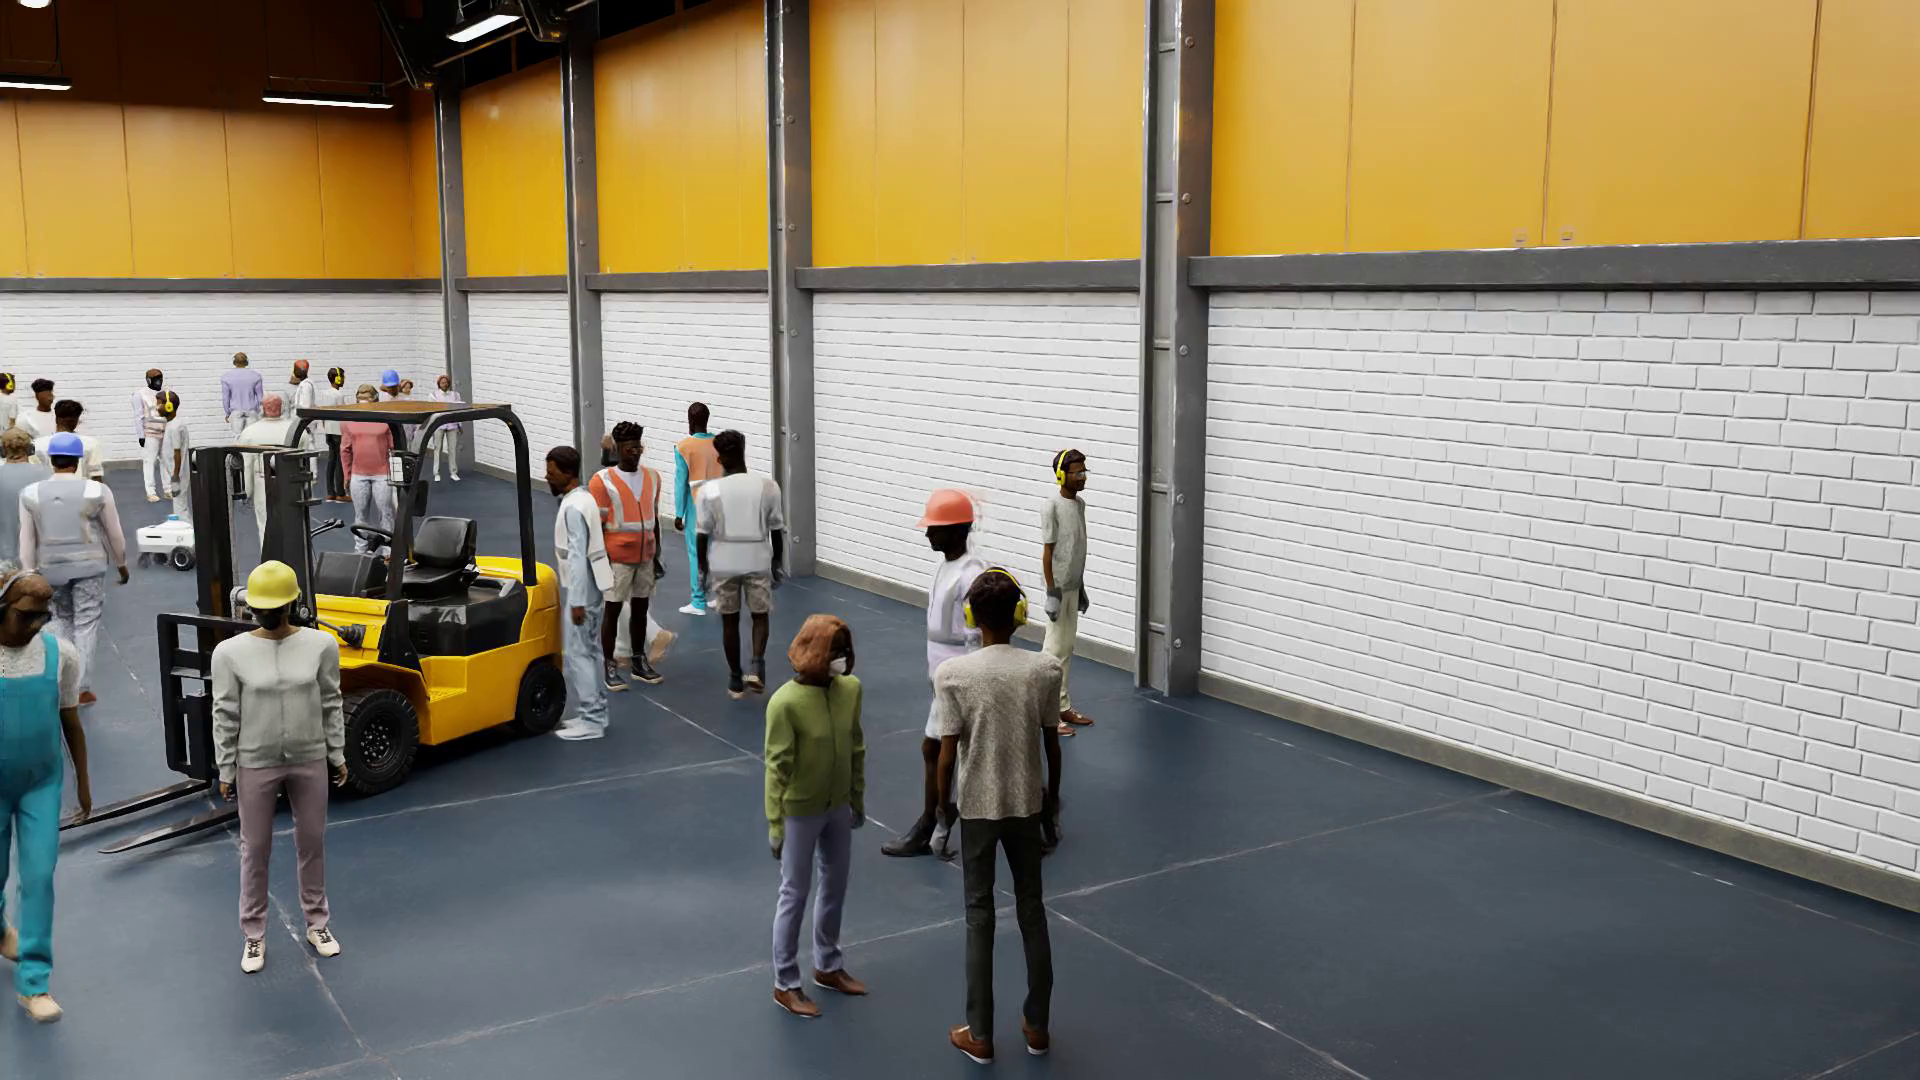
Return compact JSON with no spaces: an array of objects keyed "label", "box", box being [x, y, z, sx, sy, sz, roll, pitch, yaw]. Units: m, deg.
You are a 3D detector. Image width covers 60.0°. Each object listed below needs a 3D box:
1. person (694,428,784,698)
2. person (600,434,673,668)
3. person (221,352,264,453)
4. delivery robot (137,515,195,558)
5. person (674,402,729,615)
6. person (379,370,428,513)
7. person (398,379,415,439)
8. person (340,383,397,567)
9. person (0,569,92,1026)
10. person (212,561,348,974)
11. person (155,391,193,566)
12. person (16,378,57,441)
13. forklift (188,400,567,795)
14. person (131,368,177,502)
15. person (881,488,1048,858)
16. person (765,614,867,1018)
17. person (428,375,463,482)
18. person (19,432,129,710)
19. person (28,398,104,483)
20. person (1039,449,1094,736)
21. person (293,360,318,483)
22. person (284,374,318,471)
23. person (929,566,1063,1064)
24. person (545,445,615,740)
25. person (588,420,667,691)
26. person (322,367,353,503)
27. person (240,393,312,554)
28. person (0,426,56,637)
[{"label":"person","box":[-1.551,0.178,11.741,0.635,1.942,0.535,-2,9,-14]},{"label":"person","box":[-2.513,0.099,12.655,0.594,1.823,0.635,2,9,11]},{"label":"person","box":[-11.560,-2.062,26.848,0.632,1.940,0.372,-4,9,-23]},{"label":"delivery robot","box":[-8.233,-0.024,17.433,0.707,0.478,0.477,1,8,10]},{"label":"person","box":[-2.304,-0.283,14.978,0.387,1.908,0.584,8,11,42]},{"label":"person","box":[-7.195,-1.226,21.327,0.690,1.901,0.842,-5,10,-31]},{"label":"person","box":[-8.058,-1.510,24.141,0.314,1.636,0.515,1,8,4]},{"label":"person","box":[-6.187,-0.677,17.506,0.629,1.940,0.378,-1,8,-4]},{"label":"person","box":[-3.862,0.991,6.769,0.542,1.799,0.835,-7,11,-40]},{"label":"person","box":[-2.891,0.955,7.108,0.533,1.762,0.328,-5,10,-32]},{"label":"person","box":[-8.292,-0.651,17.615,0.321,1.860,0.525,-4,9,-23]},{"label":"person","box":[-10.078,-0.817,18.400,0.410,1.953,0.603,6,11,37]},{"label":"forklift","box":[-3.529,0.258,10.348,1.214,2.155,2.313,4,9,25]},{"label":"person","box":[-11.134,-1.459,23.106,0.429,1.844,0.626,5,10,29]},{"label":"person","box":[0.045,0.673,8.541,0.867,1.908,0.552,-2,9,-15]},{"label":"person","box":[-0.571,1.091,6.649,0.304,1.620,0.520,7,11,41]},{"label":"person","box":[-7.887,-1.713,25.494,0.523,1.638,0.311,-5,10,-32]},{"label":"person","box":[-6.191,0.198,11.694,0.610,1.908,0.801,-1,9,-8]},{"label":"person","box":[-8.048,-0.299,14.973,0.578,1.939,0.538,-7,11,-38]},{"label":"person","box":[0.707,0.332,10.947,0.335,1.871,0.521,5,10,31]},{"label":"person","box":[-9.925,-1.790,25.231,0.356,1.879,0.572,-3,9,-19]},{"label":"person","box":[-10.519,-1.905,26.512,0.497,1.723,0.629,1,8,7]},{"label":"person","box":[0.136,1.031,6.250,0.515,1.866,0.333,-2,9,-15]},{"label":"person","box":[-2.463,0.333,10.831,0.421,1.904,0.646,-2,9,-11]},{"label":"person","box":[-2.416,0.104,12.152,0.366,1.964,0.610,8,12,43]},{"label":"person","box":[-8.597,-1.447,22.950,0.534,1.864,0.309,7,11,40]},{"label":"person","box":[-6.748,-0.500,16.441,0.652,1.904,0.401,-5,10,-28]},{"label":"person","box":[-6.742,0.146,12.006,0.627,1.932,0.373,-3,9,-18]}]
